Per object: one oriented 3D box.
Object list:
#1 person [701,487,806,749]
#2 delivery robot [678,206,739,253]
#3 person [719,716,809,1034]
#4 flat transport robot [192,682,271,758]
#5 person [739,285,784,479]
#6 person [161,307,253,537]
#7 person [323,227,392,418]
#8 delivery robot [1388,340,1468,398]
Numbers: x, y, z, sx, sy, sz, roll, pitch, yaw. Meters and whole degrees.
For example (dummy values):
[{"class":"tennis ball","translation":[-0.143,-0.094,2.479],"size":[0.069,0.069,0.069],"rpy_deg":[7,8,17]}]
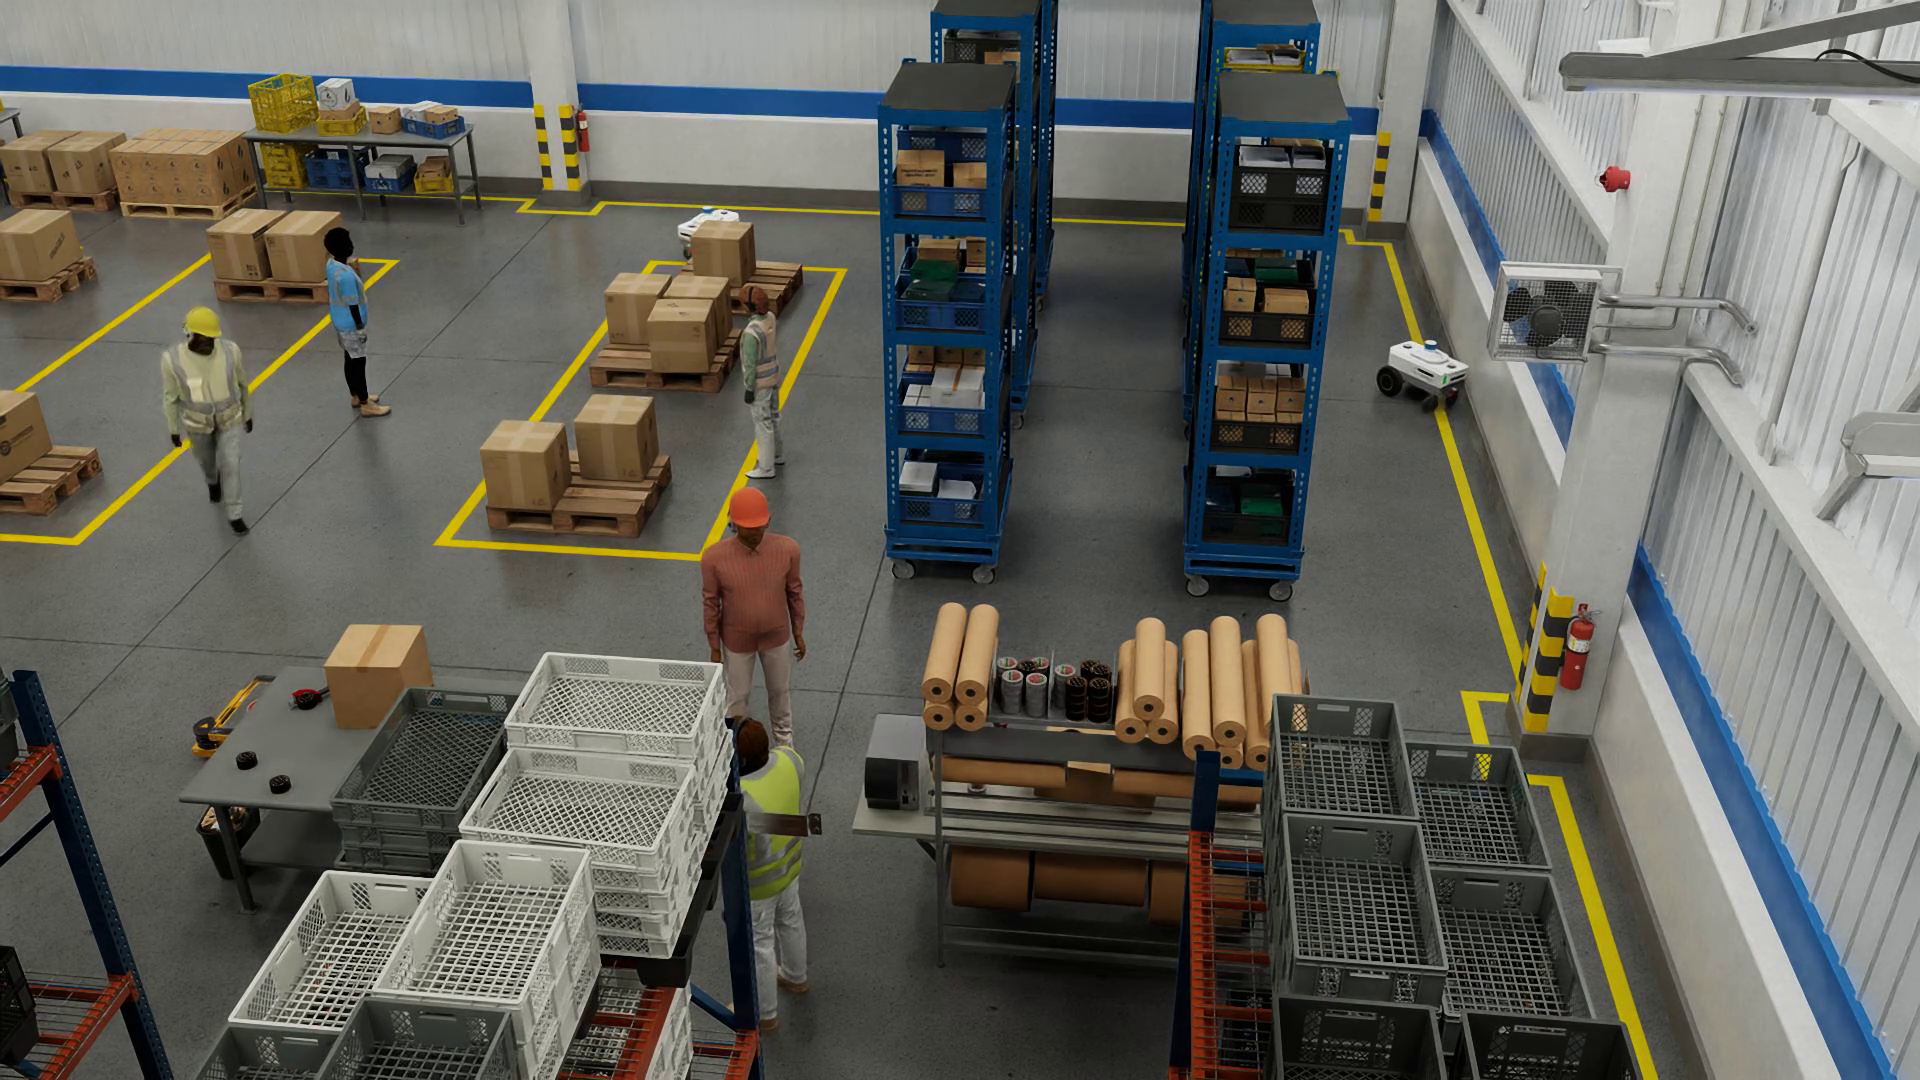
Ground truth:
[{"class":"person","translation":[-1.219,0.572,9.961],"size":[0.612,1.997,0.375],"rpy_deg":[-10,32,-16]},{"class":"delivery robot","translation":[-2.733,-3.388,18.095],"size":[0.477,0.478,0.707],"rpy_deg":[20,36,30]},{"class":"person","translation":[-1.001,1.647,8.280],"size":[0.429,1.836,0.631],"rpy_deg":[14,33,23]},{"class":"flat transport robot","translation":[-4.089,1.163,10.648],"size":[1.431,0.197,0.652],"rpy_deg":[3,30,6]},{"class":"person","translation":[-1.612,-1.291,13.521],"size":[0.310,1.631,0.510],"rpy_deg":[7,31,13]},{"class":"person","translation":[-5.782,-0.980,12.835],"size":[0.623,1.785,0.838],"rpy_deg":[-15,33,-24]},{"class":"person","translation":[-5.305,-1.902,14.503],"size":[0.322,1.697,0.535],"rpy_deg":[-18,35,-28]},{"class":"delivery robot","translation":[4.203,-1.556,14.949],"size":[0.477,0.478,0.707],"rpy_deg":[-19,35,-29]}]
